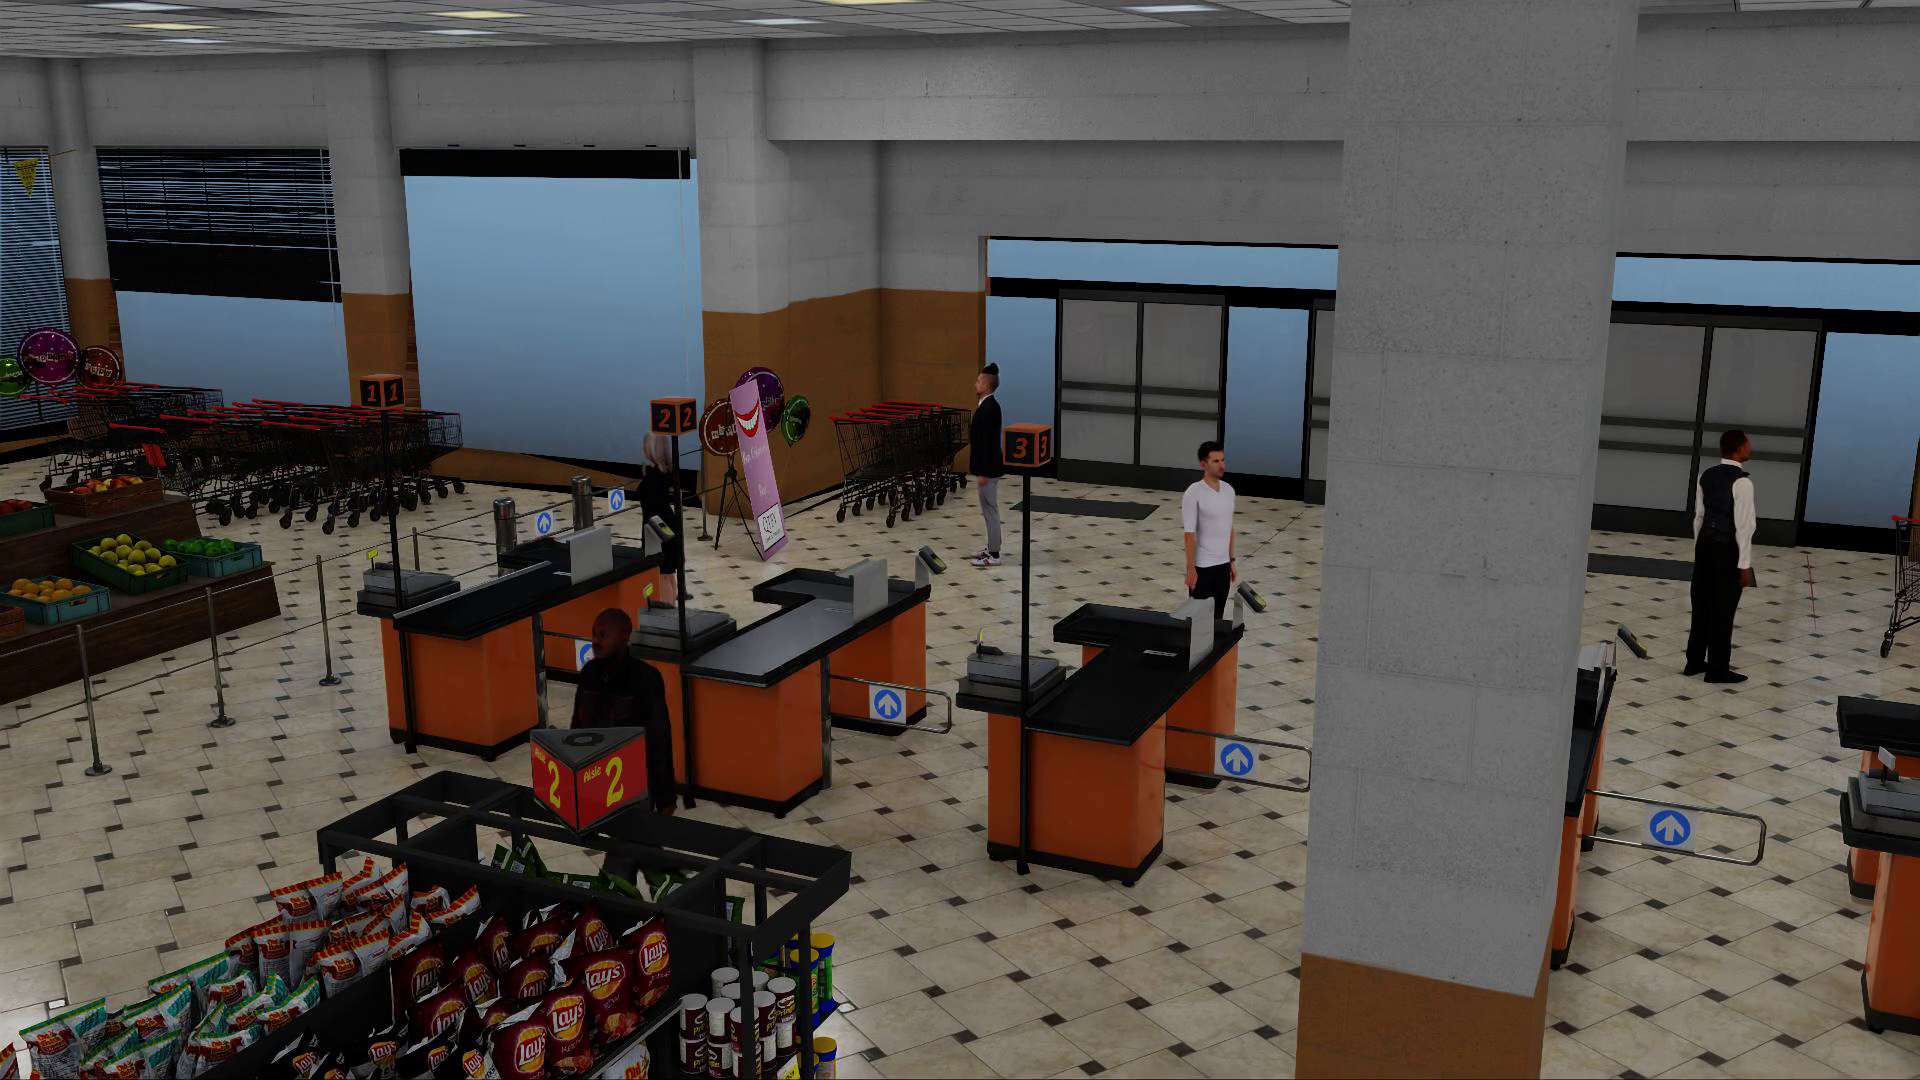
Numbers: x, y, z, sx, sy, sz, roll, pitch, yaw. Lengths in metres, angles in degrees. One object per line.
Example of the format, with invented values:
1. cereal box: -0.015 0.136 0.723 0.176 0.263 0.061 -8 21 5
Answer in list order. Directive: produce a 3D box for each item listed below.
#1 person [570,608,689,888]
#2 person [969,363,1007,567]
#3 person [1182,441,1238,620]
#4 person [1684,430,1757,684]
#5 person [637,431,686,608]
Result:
1. person: -1.623 1.187 8.377 0.763 1.805 1.210 8 16 29
2. person: 0.271 -0.731 15.977 0.852 1.950 0.683 0 14 1
3. person: 1.861 0.171 12.468 0.675 1.852 0.809 -10 17 -37
4. person: 5.745 0.113 12.563 0.831 1.918 0.761 -4 14 -17
5. person: -2.442 -0.034 13.535 0.735 1.747 0.617 1 14 5
